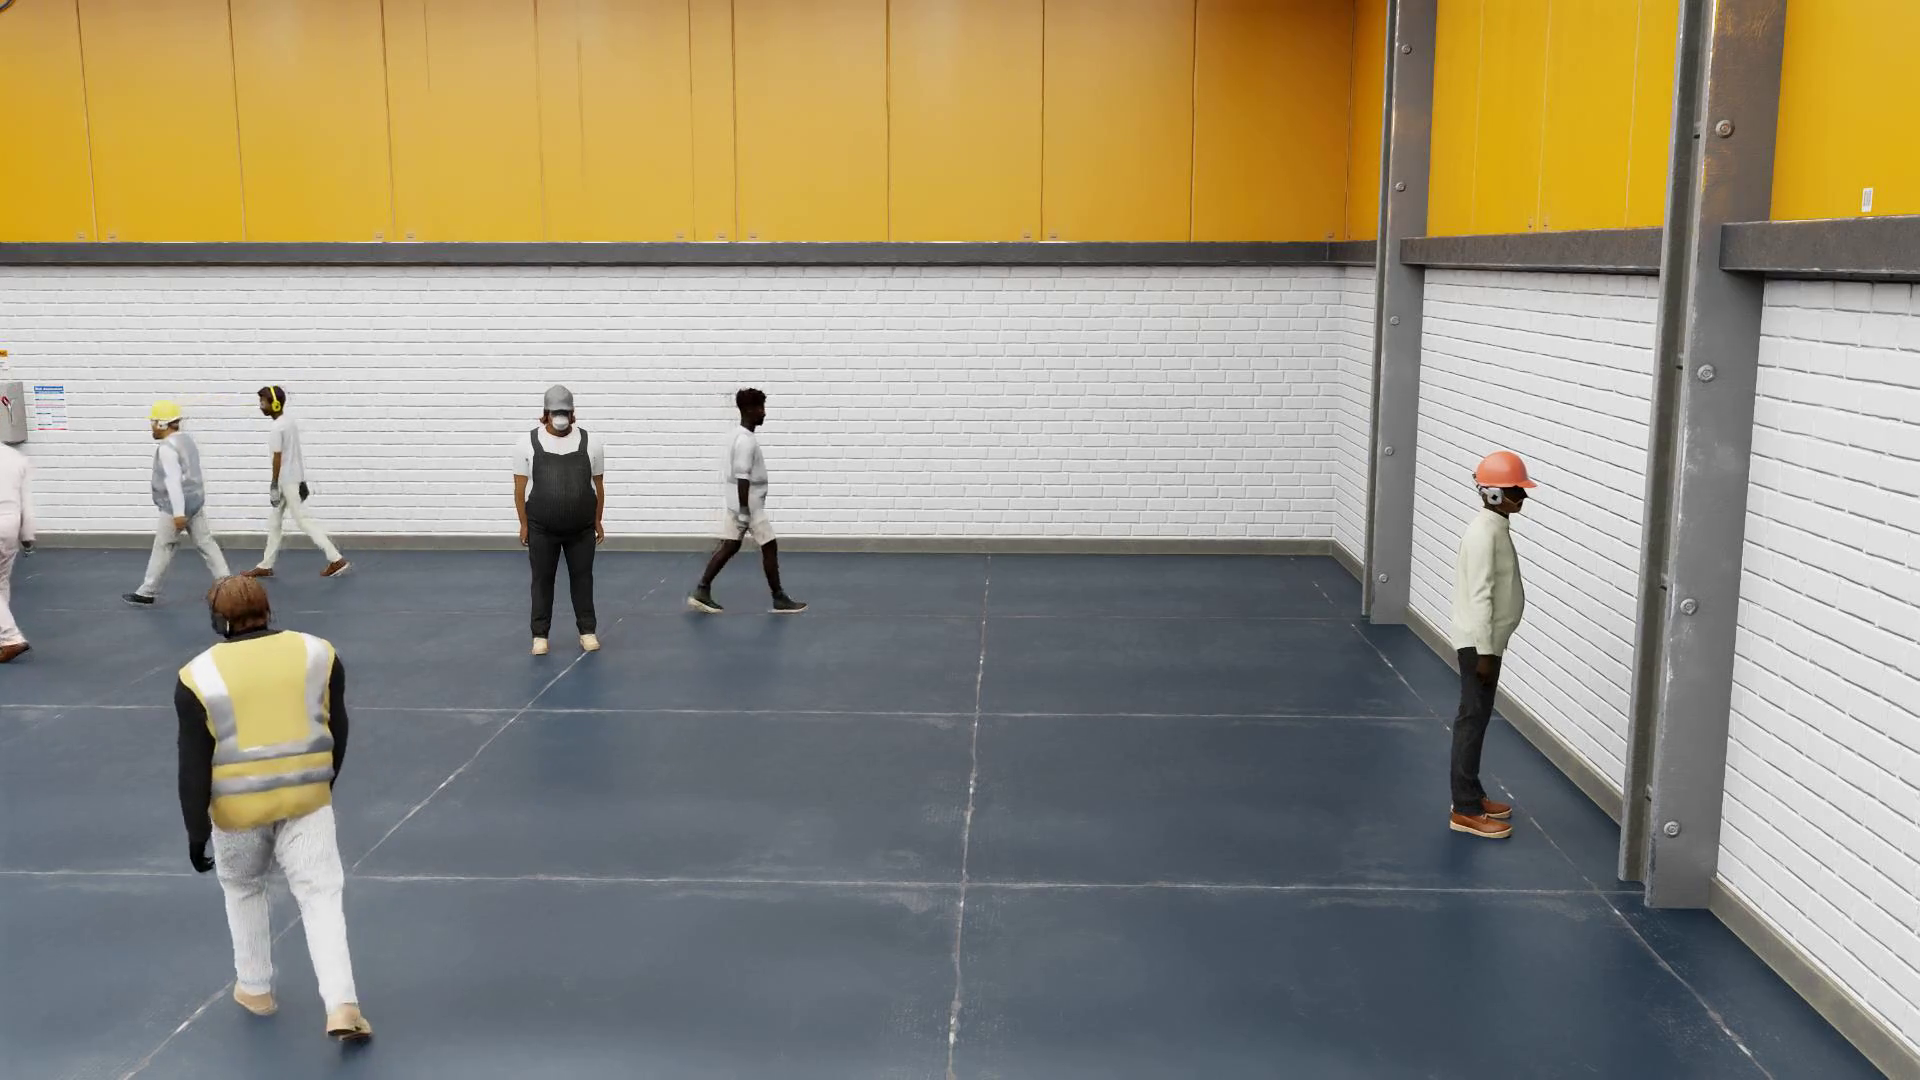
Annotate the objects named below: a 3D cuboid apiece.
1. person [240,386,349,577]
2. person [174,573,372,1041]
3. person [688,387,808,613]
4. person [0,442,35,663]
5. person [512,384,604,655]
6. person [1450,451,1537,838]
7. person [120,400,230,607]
[{"bbox_3d":[-6.200,-0.529,15.418,0.981,1.819,0.543,-1,10,-8],"label":"person"},{"bbox_3d":[-2.616,1.034,6.353,0.643,1.795,0.861,-6,11,-32],"label":"person"},{"bbox_3d":[-1.826,-0.323,13.900,0.984,1.925,0.624,-3,10,-16],"label":"person"},{"bbox_3d":[-7.172,-0.028,12.334,0.767,1.871,0.663,4,11,24],"label":"person"},{"bbox_3d":[-2.997,-0.156,12.551,0.684,2.000,0.538,-4,10,-21],"label":"person"},{"bbox_3d":[2.760,0.528,8.681,0.386,1.996,0.610,4,10,22],"label":"person"},{"bbox_3d":[-6.699,-0.312,14.241,0.943,1.779,0.610,-1,10,-4],"label":"person"}]
